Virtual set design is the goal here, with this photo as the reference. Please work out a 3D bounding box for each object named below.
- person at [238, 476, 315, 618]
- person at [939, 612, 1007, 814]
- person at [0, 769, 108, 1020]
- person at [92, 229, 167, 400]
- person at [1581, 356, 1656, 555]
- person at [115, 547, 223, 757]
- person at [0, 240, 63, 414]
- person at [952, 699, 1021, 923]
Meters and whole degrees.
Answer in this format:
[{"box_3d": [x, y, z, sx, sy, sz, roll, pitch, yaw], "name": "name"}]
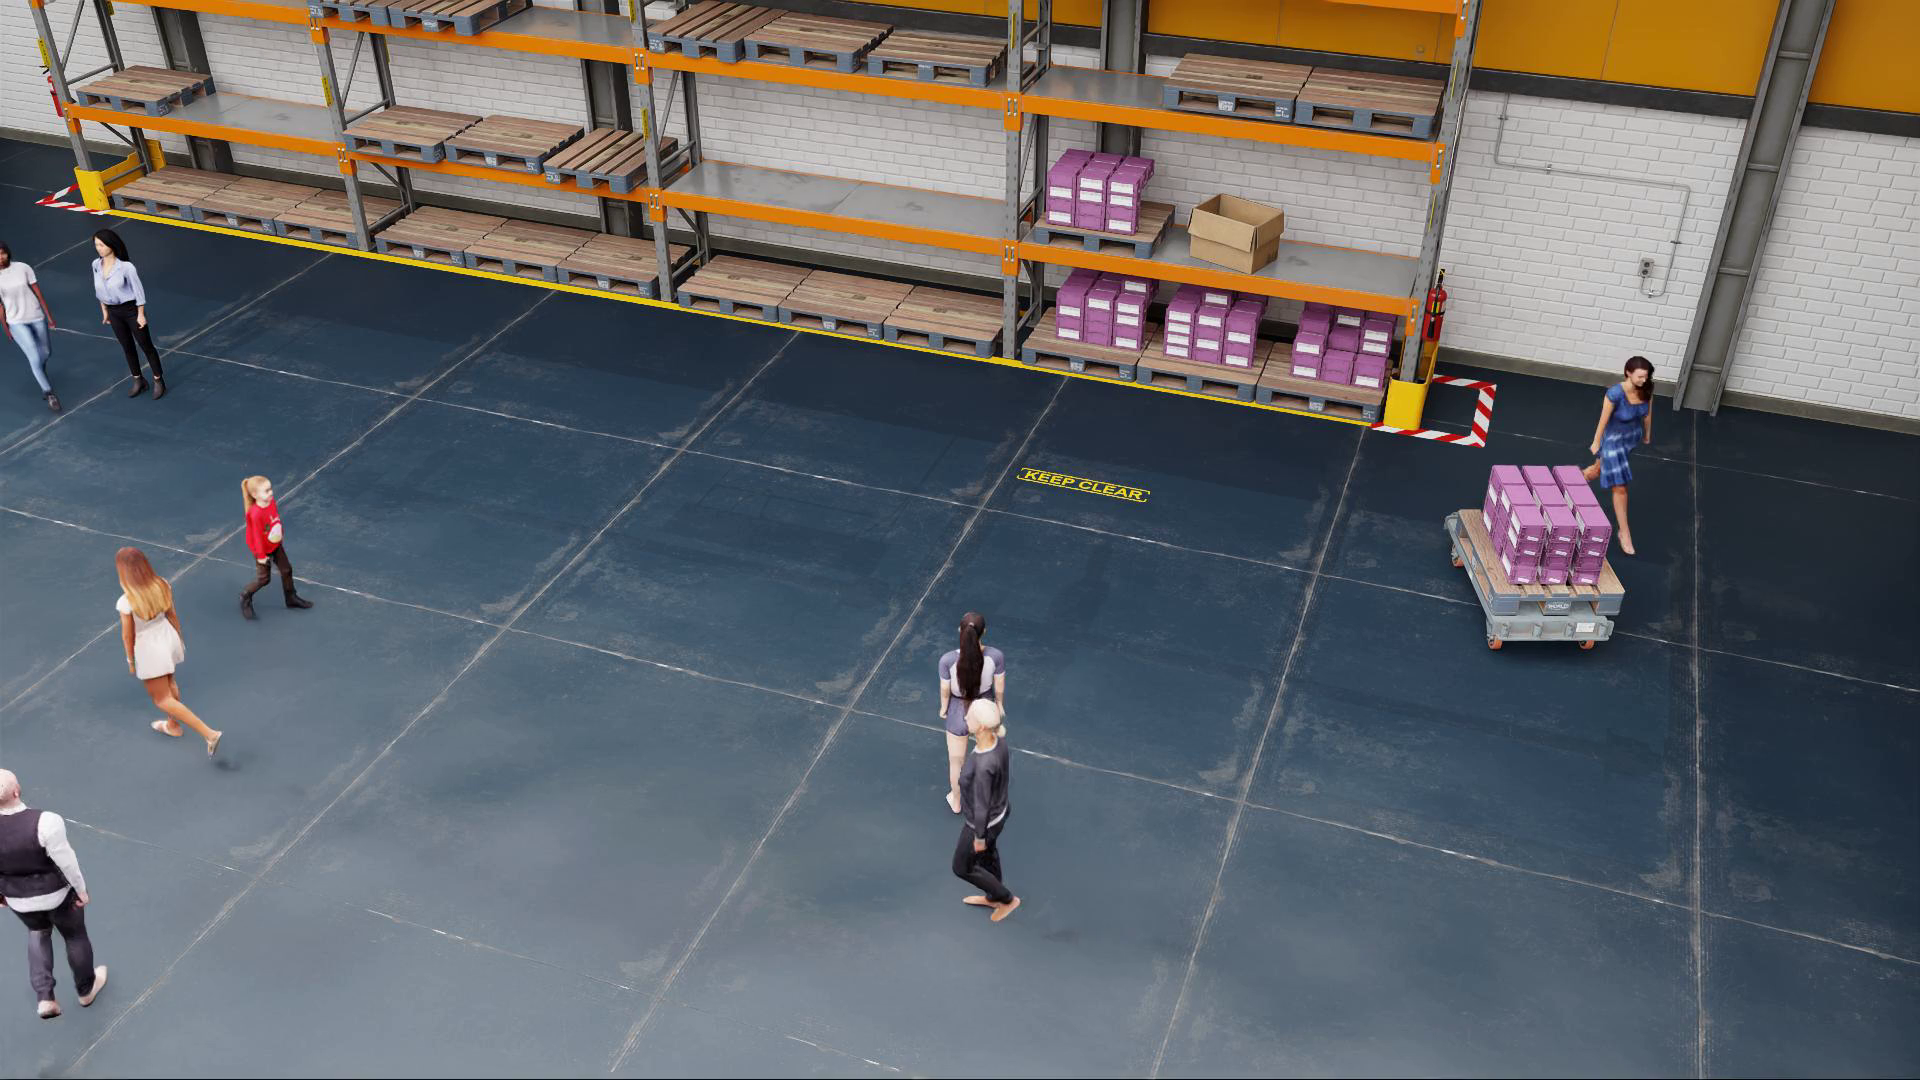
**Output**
[{"box_3d": [-5.563, 0.049, 13.229, 0.838, 1.257, 0.605, 5, 34, 8], "name": "person"}, {"box_3d": [0.084, 1.166, 11.193, 0.616, 1.650, 0.735, -4, 34, -7], "name": "person"}, {"box_3d": [-5.353, 2.109, 9.632, 0.937, 1.808, 0.960, -4, 34, -7], "name": "person"}, {"box_3d": [-8.096, -2.197, 16.168, 0.538, 1.743, 0.738, 6, 34, 10], "name": "person"}, {"box_3d": [5.477, -0.788, 14.038, 1.174, 1.755, 1.246, -18, 38, -25], "name": "person"}, {"box_3d": [-5.605, 0.812, 11.703, 1.007, 1.675, 0.602, 14, 36, 20], "name": "person"}, {"box_3d": [-9.050, -2.126, 16.105, 0.914, 1.694, 1.147, -28, 43, -35], "name": "person"}, {"box_3d": [0.232, 1.709, 10.318, 0.685, 1.714, 0.664, 7, 34, 11], "name": "person"}]
